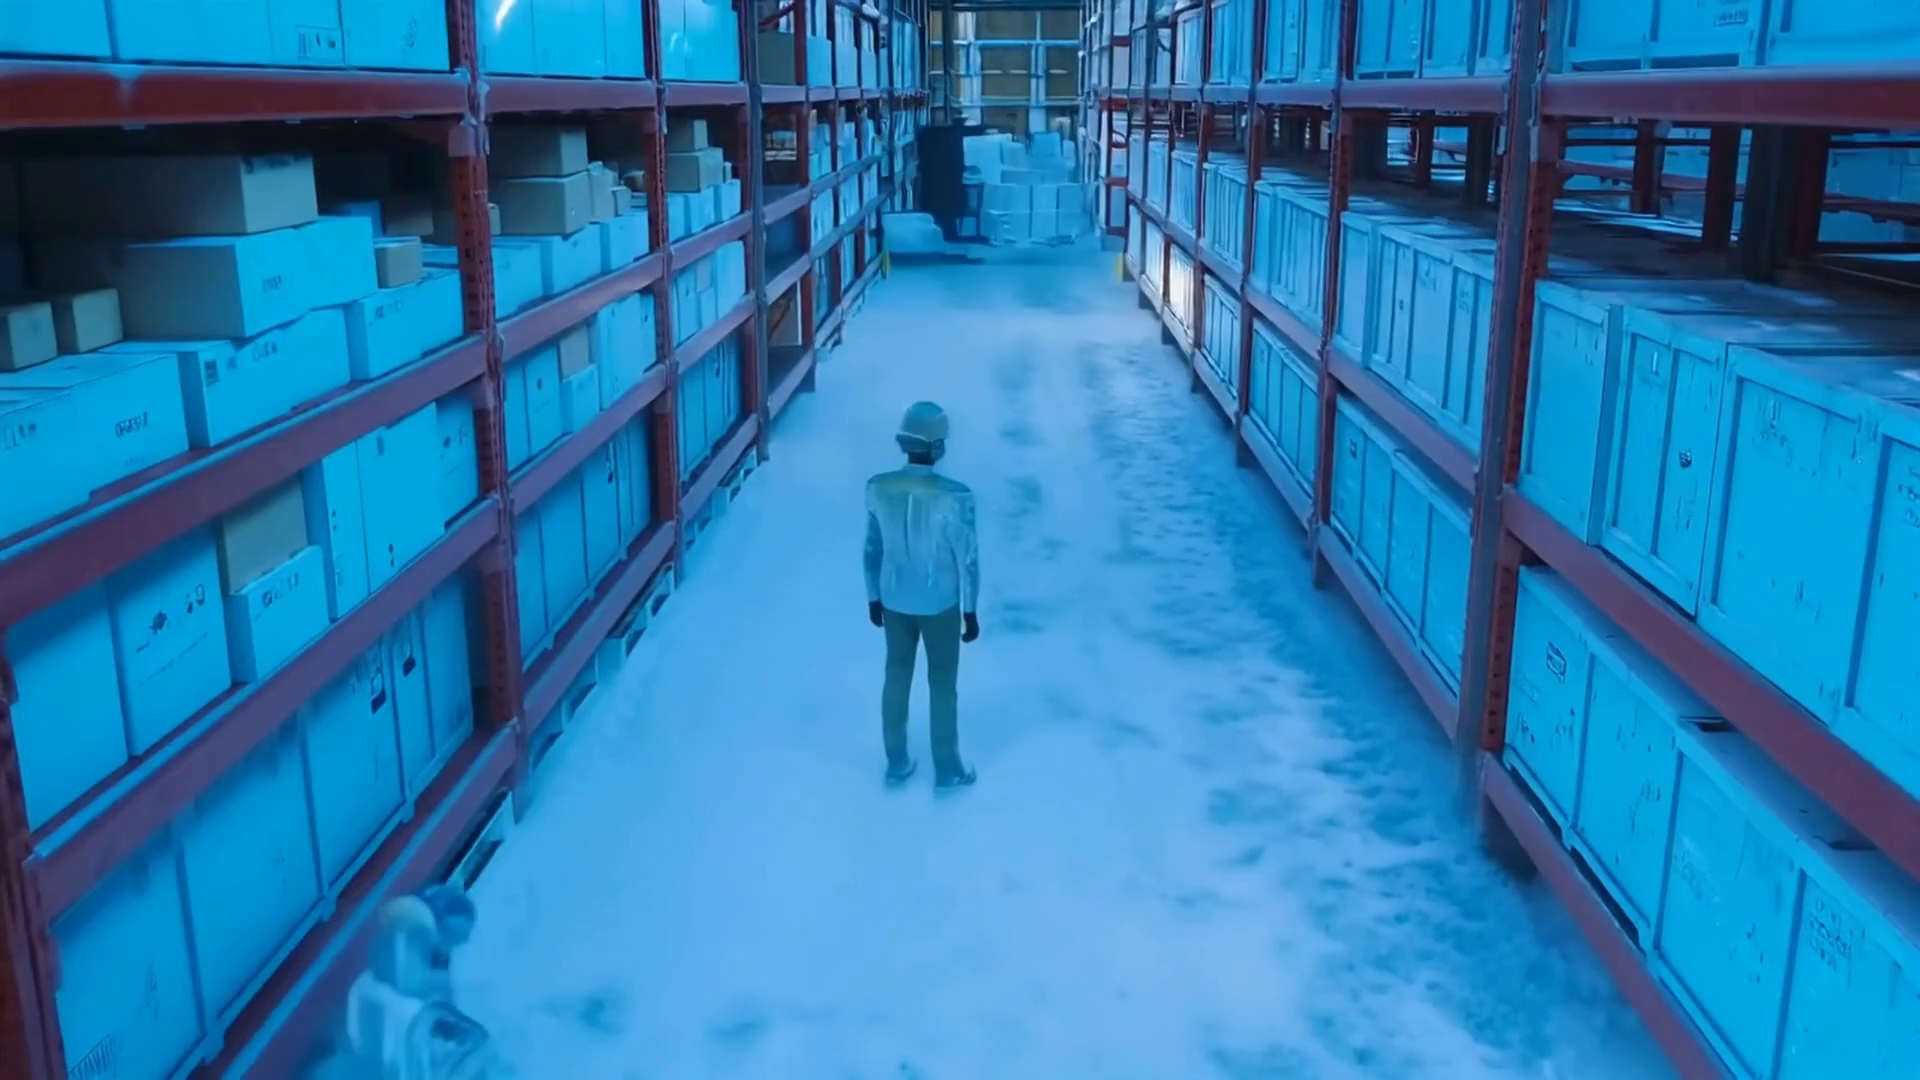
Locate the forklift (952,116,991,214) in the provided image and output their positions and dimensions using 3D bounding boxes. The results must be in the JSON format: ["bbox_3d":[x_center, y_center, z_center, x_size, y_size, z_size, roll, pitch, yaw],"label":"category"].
[{"bbox_3d":[-0.045,-10.751,47.793,1.873,2.768,1.129,0,15,2],"label":"forklift"}]

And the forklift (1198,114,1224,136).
[{"bbox_3d":[7.924,-12.204,53.197,1.129,2.768,1.873,0,15,1],"label":"forklift"}]

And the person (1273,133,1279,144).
[{"bbox_3d":[15.639,-19.469,82.027,0.634,1.942,0.381,-5,16,-18],"label":"person"}]

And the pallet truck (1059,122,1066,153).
[{"bbox_3d":[5.788,-21.111,88.014,1.885,1.965,0.823,5,16,18],"label":"pallet truck"}]

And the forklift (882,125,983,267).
[{"bbox_3d":[-0.588,-7.045,34.004,1.873,2.768,1.129,-5,16,-17],"label":"forklift"}]

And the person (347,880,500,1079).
[{"bbox_3d":[-1.345,1.618,4.212,0.528,1.596,0.865,10,18,32],"label":"person"}]

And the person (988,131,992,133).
[{"bbox_3d":[1.209,-15.942,68.903,0.361,1.936,0.651,3,15,11],"label":"person"}]

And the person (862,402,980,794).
[{"bbox_3d":[-0.183,0.293,8.378,0.622,1.992,0.393,6,16,22],"label":"person"}]

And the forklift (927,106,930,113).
[{"bbox_3d":[-2.001,-20.667,84.687,1.129,2.768,1.873,0,15,2],"label":"forklift"}]
